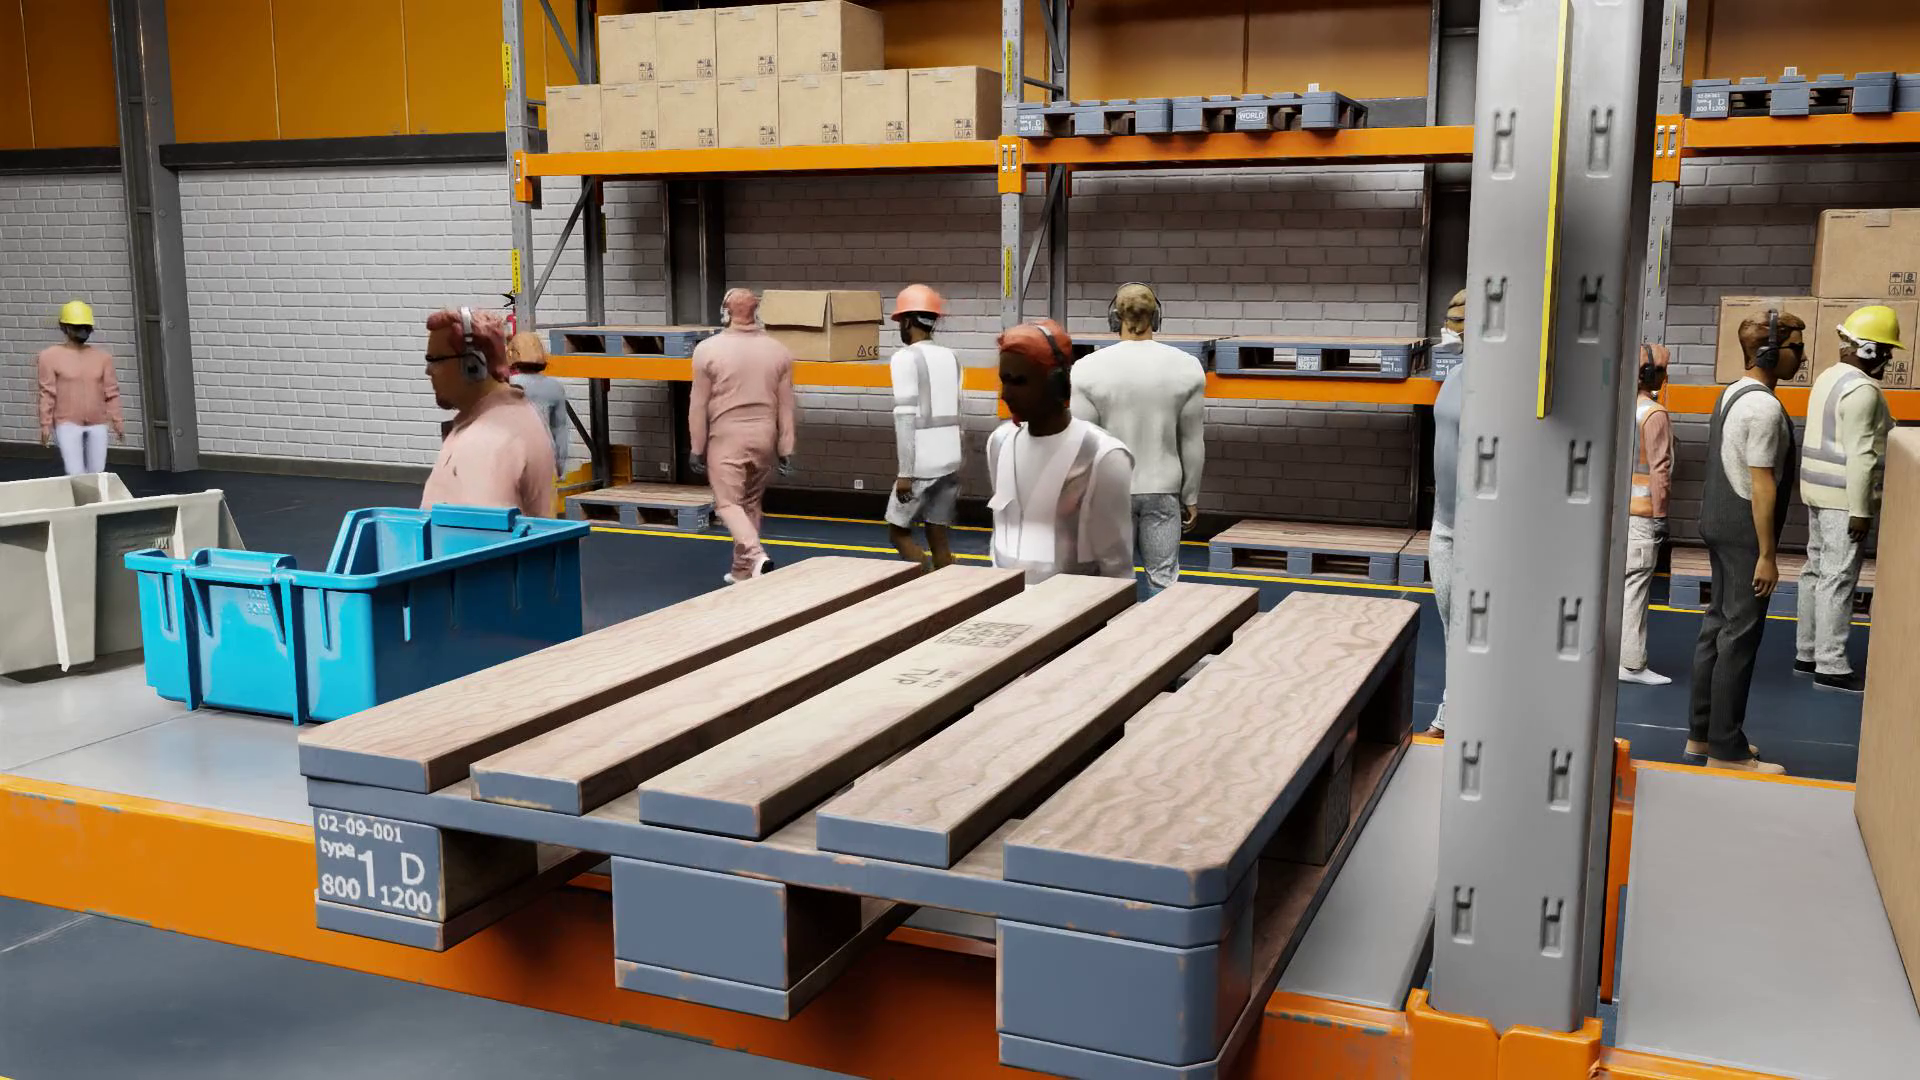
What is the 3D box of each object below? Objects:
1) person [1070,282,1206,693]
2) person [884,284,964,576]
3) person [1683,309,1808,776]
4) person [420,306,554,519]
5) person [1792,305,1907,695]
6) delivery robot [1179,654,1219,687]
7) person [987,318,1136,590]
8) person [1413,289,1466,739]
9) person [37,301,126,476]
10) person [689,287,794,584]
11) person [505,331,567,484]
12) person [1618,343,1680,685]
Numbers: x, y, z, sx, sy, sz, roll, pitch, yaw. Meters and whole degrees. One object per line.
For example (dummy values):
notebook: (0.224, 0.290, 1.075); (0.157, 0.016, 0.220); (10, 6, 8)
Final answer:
person: (0.788, -0.187, 7.518); (0.628, 1.935, 0.373); (-1, 10, -5)
person: (-0.211, -0.402, 8.893); (0.484, 1.909, 0.600); (7, 12, 37)
person: (3.089, 0.020, 6.535); (0.325, 1.843, 0.517); (1, 10, 8)
person: (-1.421, 0.265, 4.924); (0.494, 1.901, 0.654); (-1, 10, -4)
person: (4.209, -0.195, 7.892); (0.403, 1.828, 0.602); (2, 10, 11)
delivery robot: (1.039, 0.455, 7.511); (0.707, 0.478, 0.477); (3, 10, 17)
person: (0.288, 0.295, 4.839); (0.402, 1.870, 0.616); (-8, 12, -40)
person: (2.033, -0.039, 6.613); (0.370, 1.940, 0.630); (-1, 10, -8)
person: (-6.186, -0.805, 11.742); (0.397, 1.751, 0.544); (8, 12, 38)
person: (-1.298, -0.583, 10.055); (0.642, 1.881, 0.842); (-6, 11, -33)
person: (-2.585, -0.461, 10.110); (0.654, 1.608, 0.508); (9, 13, 42)
person: (3.252, -0.127, 8.030); (0.307, 1.641, 0.514); (-1, 10, -8)
